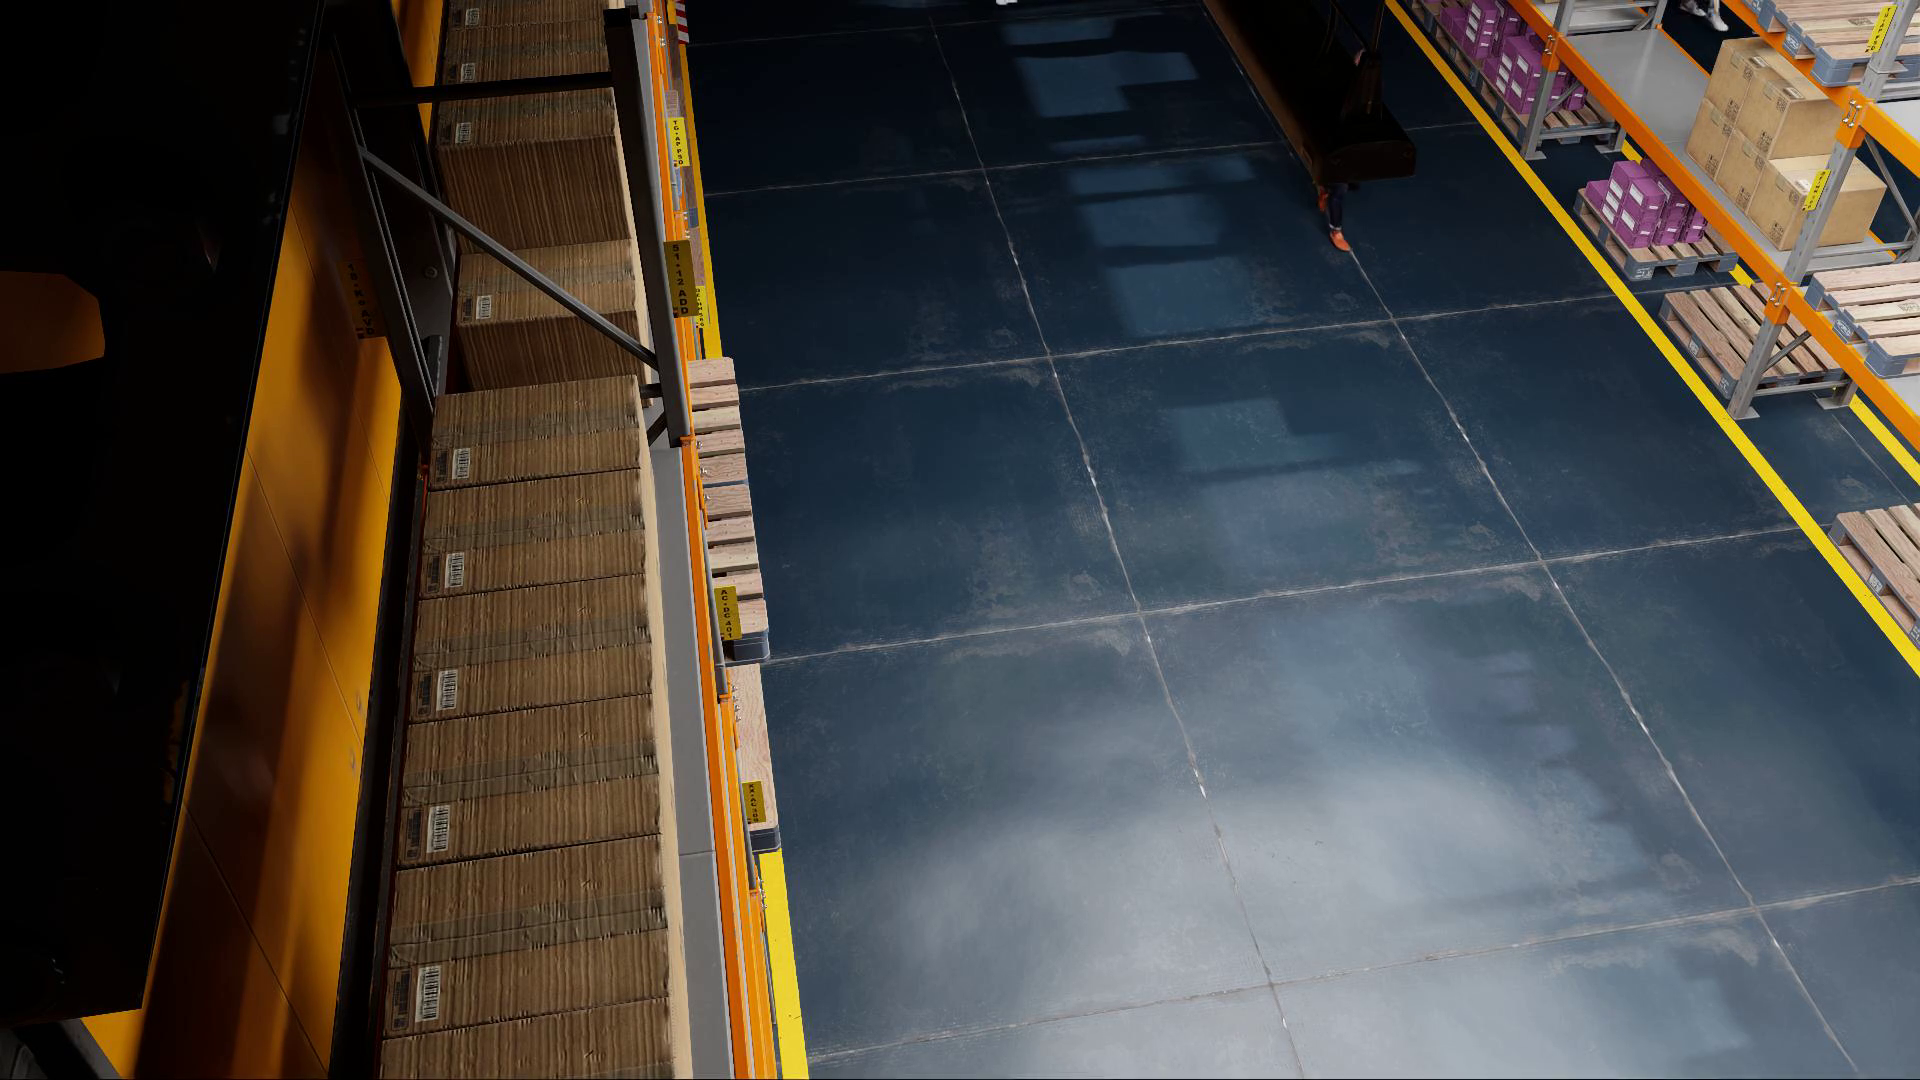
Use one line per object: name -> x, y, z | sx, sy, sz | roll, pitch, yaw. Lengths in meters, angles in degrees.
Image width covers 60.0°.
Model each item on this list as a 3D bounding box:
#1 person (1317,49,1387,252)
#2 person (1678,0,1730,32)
person -> 3.368, -3.467, 14.550 | 0.821, 1.800, 1.068 | -15, 46, -15
person -> 8.033, -6.414, 17.649 | 0.933, 1.793, 1.070 | -27, 50, -25
